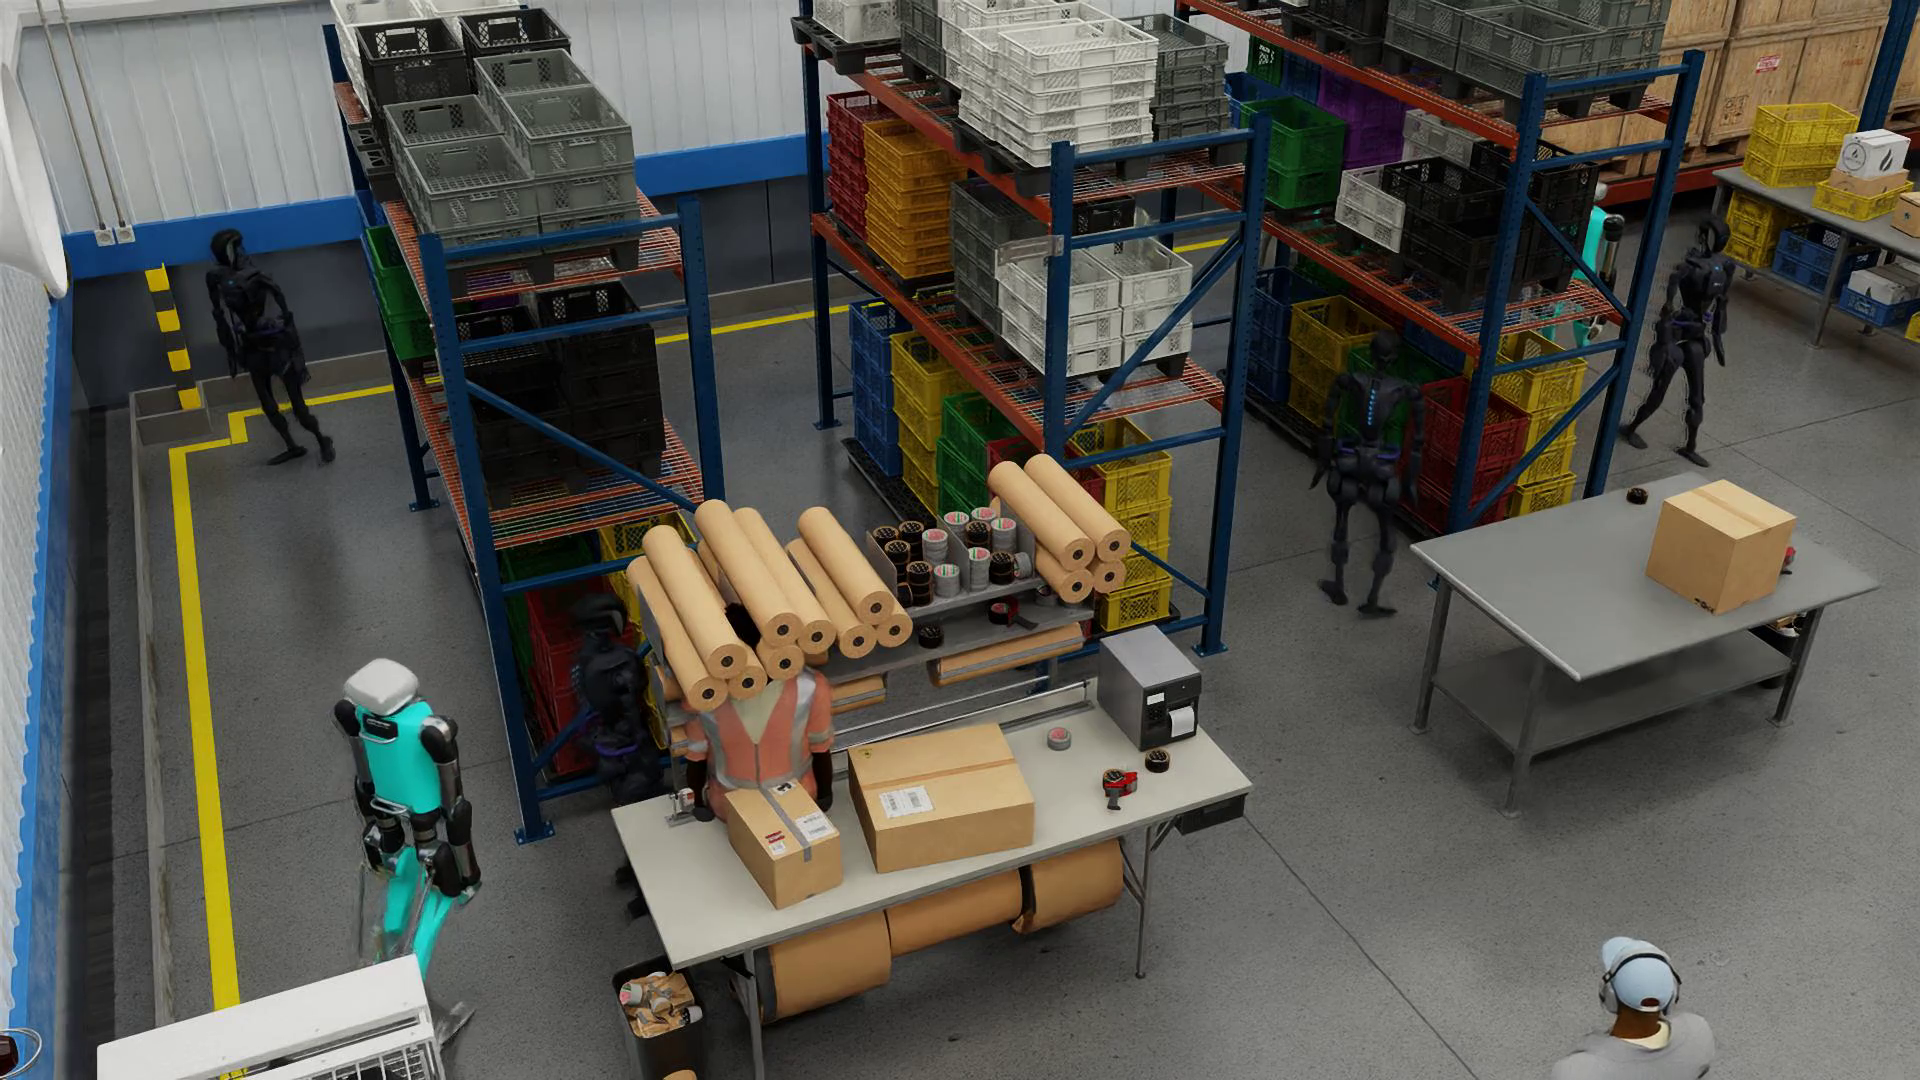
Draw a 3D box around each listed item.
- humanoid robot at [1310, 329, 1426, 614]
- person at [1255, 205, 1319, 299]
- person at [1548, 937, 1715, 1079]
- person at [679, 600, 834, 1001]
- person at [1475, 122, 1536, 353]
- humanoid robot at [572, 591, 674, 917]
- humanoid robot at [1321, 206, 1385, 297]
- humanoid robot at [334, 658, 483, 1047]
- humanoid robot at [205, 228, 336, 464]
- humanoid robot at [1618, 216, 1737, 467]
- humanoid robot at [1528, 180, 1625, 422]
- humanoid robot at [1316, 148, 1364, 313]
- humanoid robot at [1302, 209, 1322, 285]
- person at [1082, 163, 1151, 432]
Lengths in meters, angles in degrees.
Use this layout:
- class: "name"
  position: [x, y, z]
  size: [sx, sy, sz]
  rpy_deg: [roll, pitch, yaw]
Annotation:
- class: "humanoid robot"
  position: [2.243, -0.352, 9.206]
  size: [0.616, 1.644, 0.476]
  rpy_deg: [14, 34, 22]
- class: "person"
  position: [2.522, -2.706, 12.889]
  size: [0.585, 1.823, 0.405]
  rpy_deg: [-4, 32, -6]
- class: "person"
  position: [1.988, 1.973, 5.258]
  size: [0.592, 1.849, 0.395]
  rpy_deg: [-13, 34, -20]
- class: "person"
  position: [-0.790, 1.051, 6.654]
  size: [0.598, 1.957, 0.364]
  rpy_deg: [-3, 32, -4]
- class: "person"
  position: [3.901, -2.235, 12.063]
  size: [0.337, 1.879, 0.583]
  rpy_deg: [-14, 34, -22]
- class: "humanoid robot"
  position: [-1.401, 0.926, 7.114]
  size: [0.366, 1.647, 0.600]
  rpy_deg: [-17, 35, -25]
- class: "humanoid robot"
  position: [3.017, -2.359, 12.487]
  size: [0.552, 1.869, 0.721]
  rpy_deg: [-17, 35, -25]
- class: "humanoid robot"
  position: [-2.181, 1.353, 6.417]
  size: [0.546, 1.841, 0.663]
  rpy_deg: [14, 34, 21]
- class: "humanoid robot"
  position: [-4.410, -1.231, 10.623]
  size: [0.603, 1.639, 0.408]
  rpy_deg: [6, 32, 10]
- class: "humanoid robot"
  position: [4.692, -1.292, 10.741]
  size: [0.587, 1.636, 0.610]
  rpy_deg: [-14, 34, -21]
- class: "humanoid robot"
  position: [4.130, -1.571, 11.215]
  size: [0.552, 1.889, 0.725]
  rpy_deg: [18, 36, 26]
- class: "humanoid robot"
  position: [2.925, -2.426, 12.575]
  size: [0.480, 1.634, 0.601]
  rpy_deg: [22, 38, 32]
- class: "humanoid robot"
  position: [2.897, -2.811, 13.077]
  size: [0.550, 1.750, 0.677]
  rpy_deg: [-2, 32, -2]
- class: "person"
  position: [0.957, -1.585, 11.078]
  size: [0.644, 1.813, 0.777]
  rpy_deg: [-7, 32, -11]
